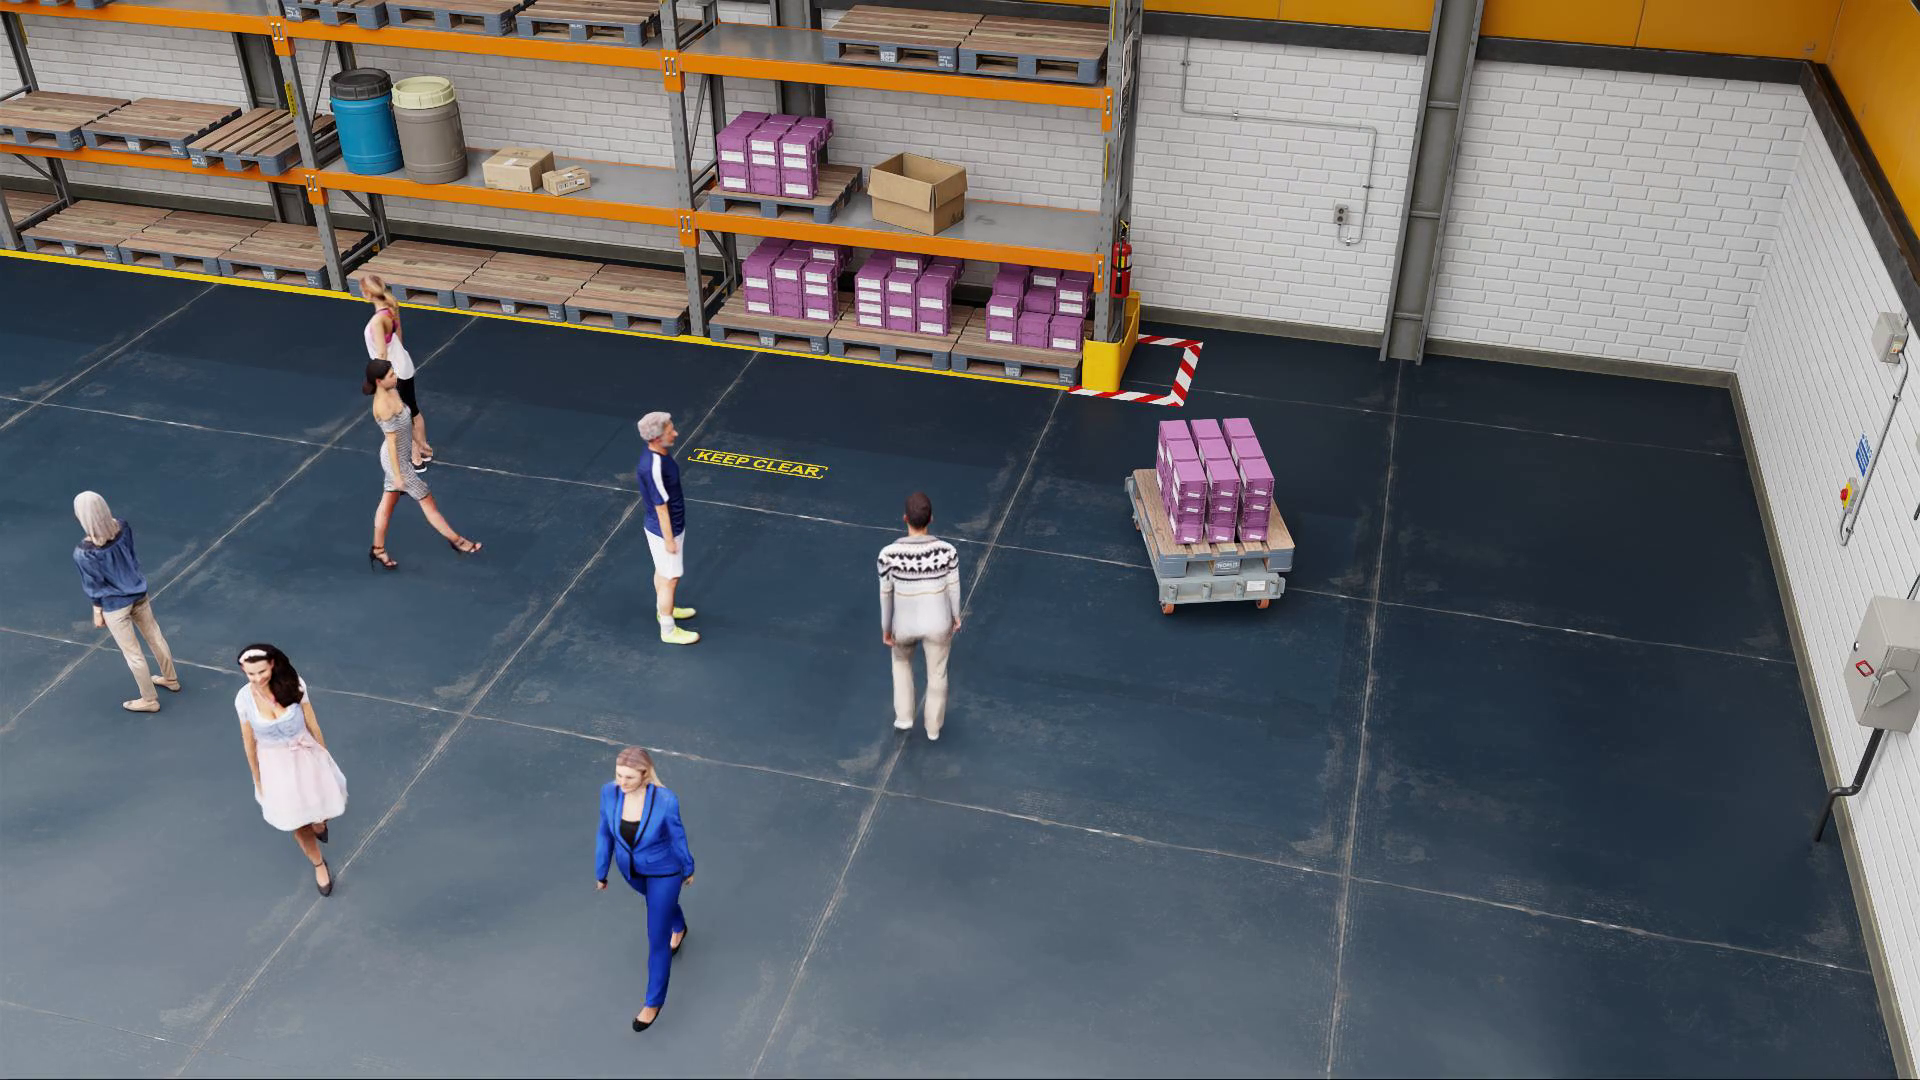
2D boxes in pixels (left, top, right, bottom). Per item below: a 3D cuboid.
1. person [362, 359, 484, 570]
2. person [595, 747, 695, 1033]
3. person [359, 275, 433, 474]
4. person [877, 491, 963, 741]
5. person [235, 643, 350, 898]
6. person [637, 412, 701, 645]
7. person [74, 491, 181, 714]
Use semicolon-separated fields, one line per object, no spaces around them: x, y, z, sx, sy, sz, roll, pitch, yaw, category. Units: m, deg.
-4.310;-0.531;12.511;1.164;1.778;0.971;-9;35;-13;person
-1.668;1.758;9.175;1.034;1.660;0.733;10;35;14;person
-4.663;-1.382;13.784;0.563;1.786;0.636;3;34;5;person
-0.248;0.576;10.790;0.677;1.839;0.832;-1;34;-1;person
-3.915;1.295;9.741;0.941;1.804;0.987;-14;36;-20;person
-2.100;-0.114;11.832;0.692;1.836;0.708;-7;34;-10;person
-5.624;0.403;11.179;0.542;1.697;0.599;8;34;12;person
